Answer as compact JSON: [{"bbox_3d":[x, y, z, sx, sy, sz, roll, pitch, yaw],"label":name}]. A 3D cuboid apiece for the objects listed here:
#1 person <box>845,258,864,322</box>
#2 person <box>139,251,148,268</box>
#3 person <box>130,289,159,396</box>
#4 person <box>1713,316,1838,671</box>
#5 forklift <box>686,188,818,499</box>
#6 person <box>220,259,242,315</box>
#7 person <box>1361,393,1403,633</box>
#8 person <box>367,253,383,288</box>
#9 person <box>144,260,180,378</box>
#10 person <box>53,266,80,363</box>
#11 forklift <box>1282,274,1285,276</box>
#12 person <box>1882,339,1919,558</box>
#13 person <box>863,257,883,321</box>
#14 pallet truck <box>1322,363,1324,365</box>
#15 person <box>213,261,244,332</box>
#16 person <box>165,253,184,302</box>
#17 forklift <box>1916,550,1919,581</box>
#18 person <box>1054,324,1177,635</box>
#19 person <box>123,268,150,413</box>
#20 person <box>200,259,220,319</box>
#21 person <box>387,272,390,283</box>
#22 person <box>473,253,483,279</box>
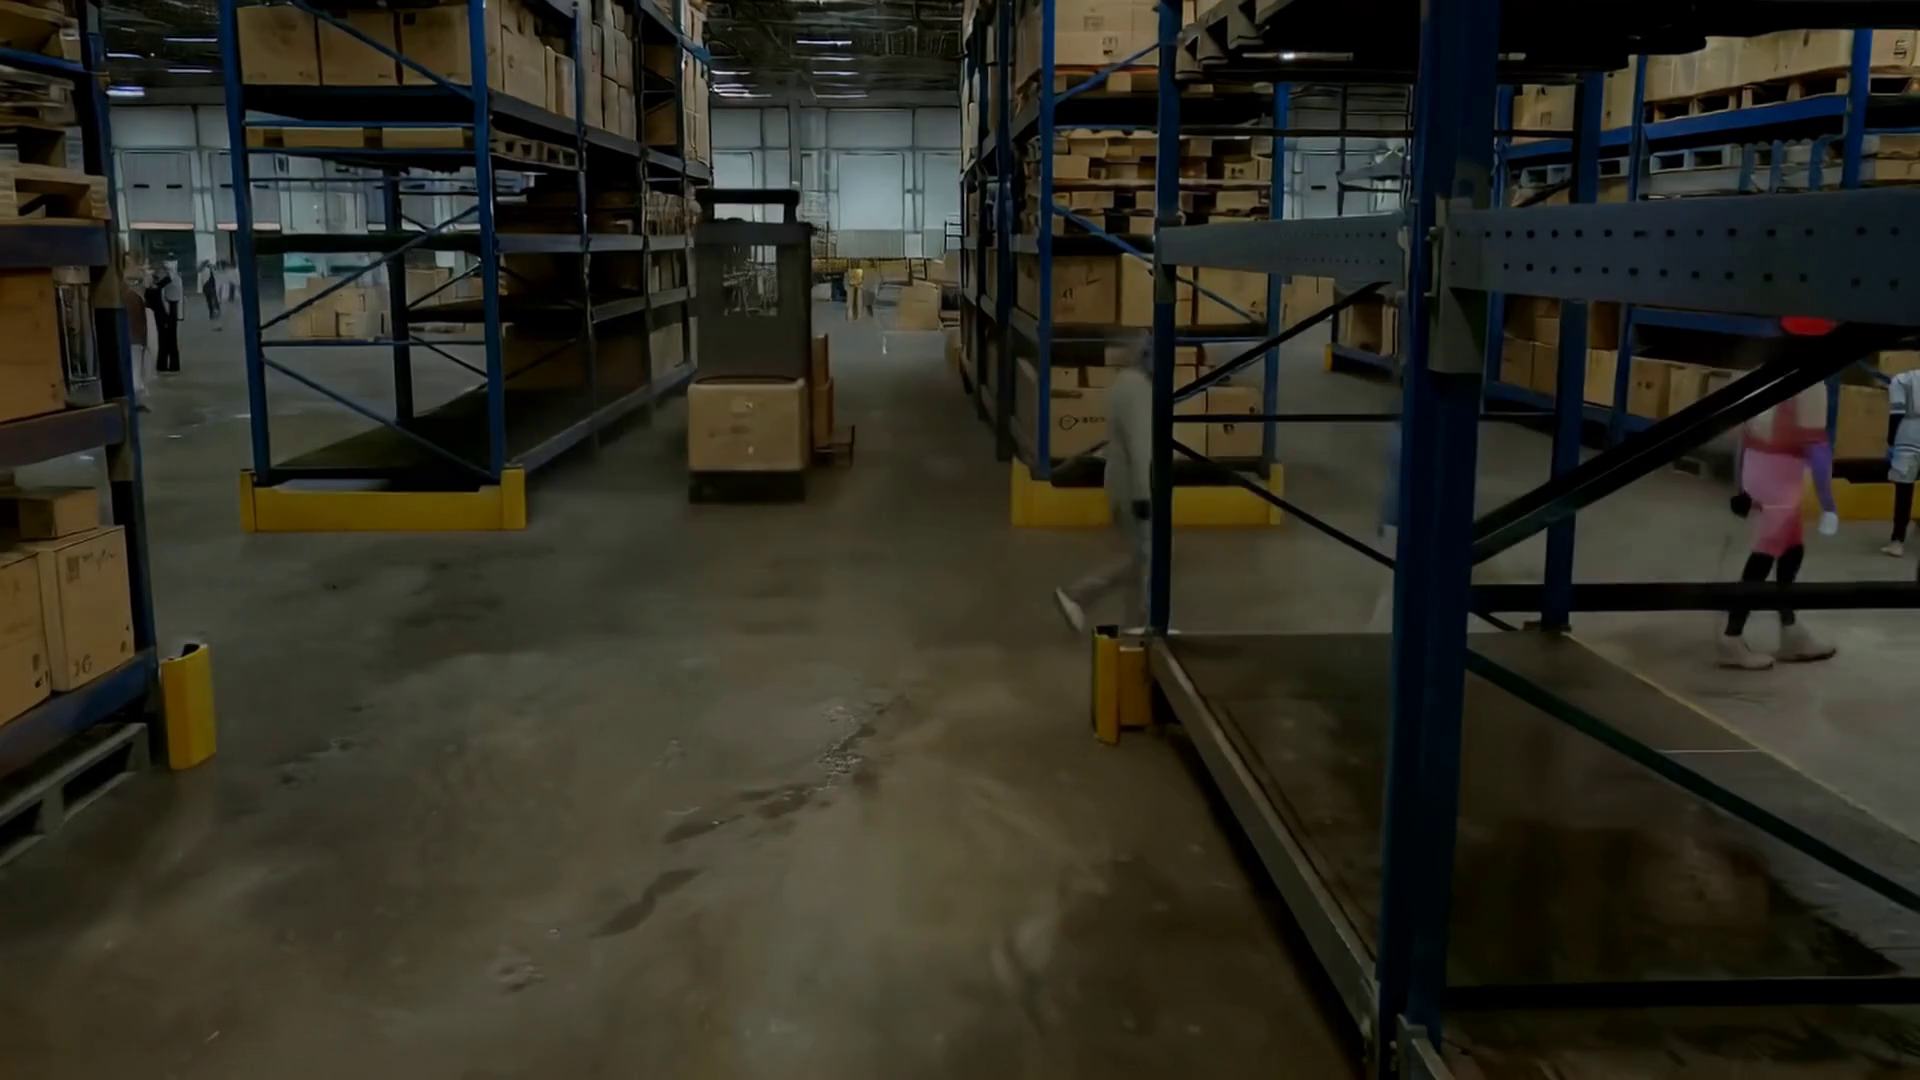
[{"bbox_3d":[-3.088,-7.287,48.530,0.574,1.876,0.355,-4,11,-22],"label":"person"},{"bbox_3d":[-33.963,-11.024,69.174,1.089,1.936,0.629,1,10,6],"label":"person"},{"bbox_3d":[-12.458,-2.989,25.267,0.522,1.619,0.411,-1,10,-7],"label":"person"},{"bbox_3d":[4.563,-0.268,9.037,0.893,2.005,0.636,0,10,-1],"label":"person"},{"bbox_3d":[-1.946,-1.868,15.529,1.129,2.768,1.873,0,10,-2],"label":"forklift"},{"bbox_3d":[-23.391,-8.119,53.342,0.635,1.812,0.879,-10,14,-43],"label":"person"},{"bbox_3d":[2.547,-0.072,9.065,0.787,1.596,0.532,0,10,0],"label":"person"},{"bbox_3d":[-22.365,-10.014,63.612,0.590,1.910,0.600,-10,14,-44],"label":"person"},{"bbox_3d":[-13.840,-3.824,28.761,0.689,2.000,0.539,6,12,29],"label":"person"},{"bbox_3d":[-17.364,-4.400,32.259,0.542,1.939,0.359,-1,10,-3],"label":"person"},{"bbox_3d":[12.135,-10.836,65.485,1.129,2.768,1.873,0,10,-2],"label":"forklift"},{"bbox_3d":[7.124,-0.697,12.303,0.533,1.697,0.318,3,11,15],"label":"person"},{"bbox_3d":[-2.572,-7.450,49.435,0.594,1.876,0.984,-8,13,-39],"label":"person"},{"bbox_3d":[7.712,-4.157,30.737,1.885,1.965,0.823,3,11,16],"label":"pallet truck"},{"bbox_3d":[-19.216,-6.403,43.678,0.845,1.845,0.516,-8,13,-37],"label":"person"},{"bbox_3d":[-30.687,-10.241,64.928,0.997,1.903,0.629,7,12,34],"label":"person"},{"bbox_3d":[7.287,-0.945,10.384,1.873,2.768,1.129,-1,10,-3],"label":"forklift"},{"bbox_3d":[0.940,-0.326,9.728,0.653,1.881,0.676,0,10,1],"label":"person"},{"bbox_3d":[-11.348,-2.699,22.625,0.390,1.991,0.626,9,13,41],"label":"person"},{"bbox_3d":[-22.904,-7.654,50.684,0.376,1.828,0.530,4,11,22],"label":"person"},{"bbox_3d":[-18.739,-8.397,55.229,0.321,1.690,0.533,10,14,44],"label":"person"},{"bbox_3d":[-16.737,-9.016,57.972,0.355,1.936,0.637,-10,14,-43],"label":"person"}]
